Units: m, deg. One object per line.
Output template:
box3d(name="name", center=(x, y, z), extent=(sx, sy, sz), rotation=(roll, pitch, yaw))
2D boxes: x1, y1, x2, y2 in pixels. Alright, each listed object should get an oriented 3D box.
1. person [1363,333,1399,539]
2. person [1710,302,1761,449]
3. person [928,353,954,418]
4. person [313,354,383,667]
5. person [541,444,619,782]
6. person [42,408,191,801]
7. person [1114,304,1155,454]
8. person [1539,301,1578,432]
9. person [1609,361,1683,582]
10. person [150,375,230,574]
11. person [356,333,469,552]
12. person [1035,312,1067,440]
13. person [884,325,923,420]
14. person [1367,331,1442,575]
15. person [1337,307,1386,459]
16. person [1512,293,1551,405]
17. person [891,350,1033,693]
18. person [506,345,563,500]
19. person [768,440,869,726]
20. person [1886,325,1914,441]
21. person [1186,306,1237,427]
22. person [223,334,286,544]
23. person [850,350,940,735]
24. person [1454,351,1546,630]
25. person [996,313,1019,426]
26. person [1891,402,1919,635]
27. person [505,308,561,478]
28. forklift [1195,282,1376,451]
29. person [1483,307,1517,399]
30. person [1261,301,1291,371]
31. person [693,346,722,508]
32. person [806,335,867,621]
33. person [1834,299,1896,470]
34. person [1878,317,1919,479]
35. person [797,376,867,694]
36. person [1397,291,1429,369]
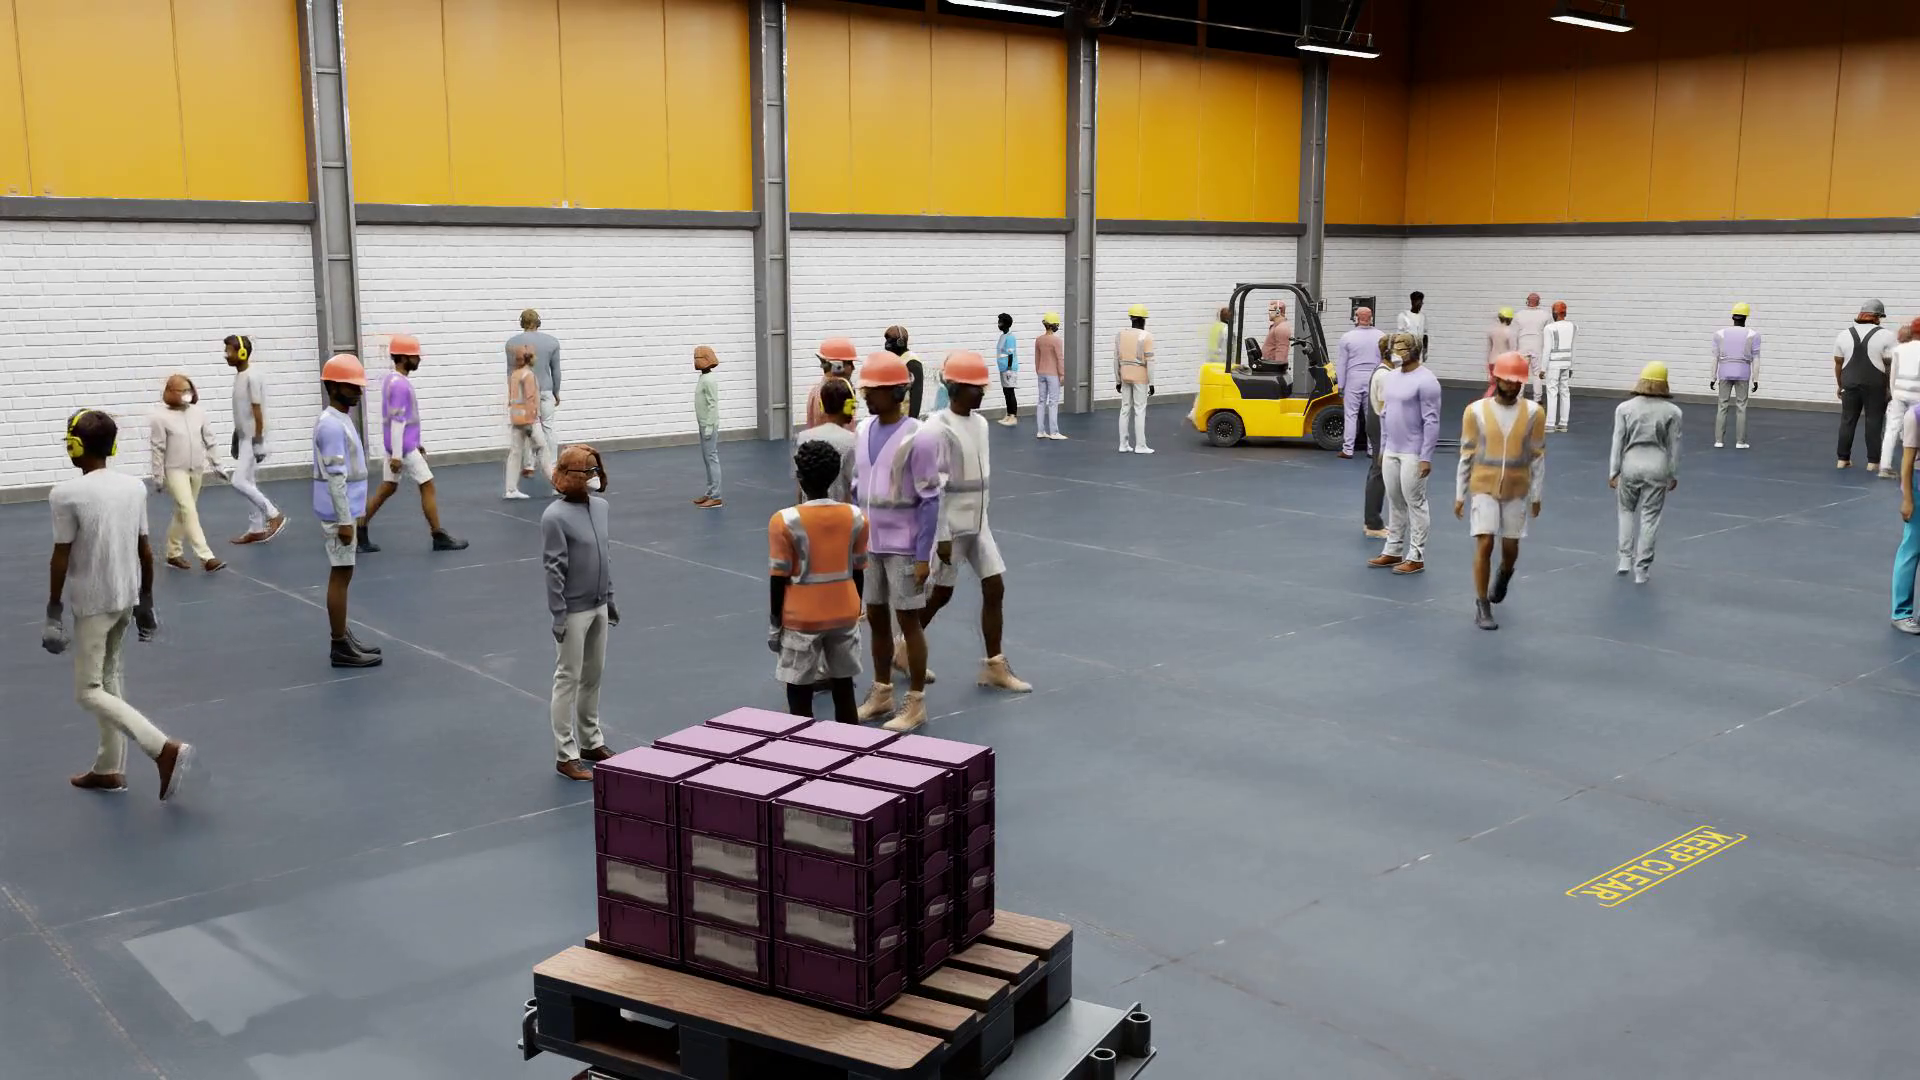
box3d(name="person", center=(3.821, -0.933, 14.975), extent=(0.339, 1.845, 0.507), rotation=(2, 10, 12))
box3d(name="person", center=(10.202, -2.157, 21.900), extent=(0.593, 1.925, 0.384), rotation=(6, 11, 32))
box3d(name="person", center=(-0.134, -1.009, 16.138), extent=(0.590, 1.595, 0.515), rotation=(1, 10, 7))
box3d(name="person", center=(-3.803, -0.181, 10.318), extent=(0.376, 1.933, 0.545), rotation=(-3, 10, -16))
box3d(name="person", center=(-1.839, 0.343, 8.123), extent=(0.278, 1.633, 0.507), rotation=(4, 10, 20))
box3d(name="person", center=(-3.927, 0.314, 7.682), extent=(0.728, 1.848, 0.531), rotation=(3, 10, 16))
box3d(name="person", center=(2.257, -2.066, 21.371), extent=(0.595, 1.923, 0.372), rotation=(8, 13, 40))
box3d(name="person", center=(8.603, -2.487, 23.956), extent=(0.574, 1.886, 0.356), rotation=(-4, 10, -22))
box3d(name="person", center=(5.377, -0.541, 13.039), extent=(0.508, 1.720, 0.577), rotation=(5, 11, 25))
box3d(name="person", center=(-6.142, -0.522, 13.294), extent=(0.843, 1.587, 0.515), rotation=(5, 11, 26))
box3d(name="person", center=(-4.800, -0.817, 14.188), extent=(0.989, 1.896, 0.559), rotation=(-4, 11, -24))
box3d(name="person", center=(1.253, -2.268, 23.022), extent=(0.313, 1.769, 0.523), rotation=(-9, 13, -41))
box3d(name="person", center=(-0.619, -1.235, 16.751), extent=(0.429, 1.842, 0.630), rotation=(-6, 11, -30))
box3d(name="person", center=(3.568, -0.694, 13.299), extent=(0.378, 1.940, 0.628), rotation=(-4, 10, -21))
box3d(name="person", center=(5.024, -1.960, 20.838), extent=(0.645, 1.899, 0.404), rotation=(-1, 10, -4))
box3d(name="person", center=(9.743, -3.255, 28.377), extent=(0.651, 1.910, 0.409), rotation=(4, 10, 22))
box3d(name="person", center=(-0.028, -0.106, 9.697), extent=(0.913, 2.008, 0.626), rotation=(7, 12, 34))
box3d(name="person", center=(-4.423, -1.230, 17.369), extent=(0.790, 1.603, 0.546), rotation=(-7, 12, -34))
box3d(name="person", center=(-0.657, 0.377, 7.767), extent=(0.534, 1.690, 0.319), rotation=(-7, 12, -36))
box3d(name="person", center=(12.712, -2.095, 22.479), extent=(0.540, 1.589, 0.840), rotation=(6, 11, 32))
box3d(name="person", center=(3.797, -2.528, 24.432), extent=(0.888, 1.815, 0.618), rotation=(-3, 10, -17))
box3d(name="person", center=(-6.265, -0.872, 14.586), extent=(0.398, 1.857, 0.549), rotation=(-7, 12, -37))
box3d(name="person", center=(-0.388, 0.017, 8.834), extent=(0.388, 2.041, 0.614), rotation=(-9, 13, -44))
box3d(name="person", center=(3.717, -0.368, 11.495), extent=(0.581, 1.909, 0.703), rotation=(2, 10, 10))
box3d(name="person", center=(0.703, -2.553, 24.919), extent=(0.321, 1.690, 0.536), rotation=(-2, 10, -14))
box3d(name="person", center=(6.569, -0.290, 11.214), extent=(0.563, 1.843, 0.389), rotation=(-3, 10, -15))
box3d(name="person", center=(-4.886, -1.680, 19.090), extent=(0.627, 1.935, 0.372), rotation=(-5, 11, -26))
box3d(name="forklift", center=(4.328, -2.346, 22.227), extent=(2.313, 2.155, 1.214), rotation=(3, 10, 16))
box3d(name="person", center=(8.336, -2.716, 25.654), extent=(0.483, 1.752, 0.547), rotation=(-6, 12, -33))
box3d(name="person", center=(4.439, -2.406, 23.419), extent=(0.409, 1.909, 0.642), rotation=(1, 10, 8))
box3d(name="person", center=(-2.568, -1.146, 16.840), extent=(0.275, 1.632, 0.507), rotation=(-3, 10, -17))
box3d(name="person", center=(-0.868, -0.429, 11.589), extent=(0.400, 1.990, 0.623), rotation=(-4, 10, -22))
box3d(name="person", center=(10.795, -1.855, 19.800), extent=(0.535, 2.000, 0.673), rotation=(-8, 13, -39))
box3d(name="person", center=(10.851, -1.610, 18.952), extent=(0.971, 1.835, 0.602), rotation=(-6, 11, -30))
box3d(name="person", center=(-0.743, -0.017, 9.639), extent=(0.515, 1.844, 0.433), rotation=(5, 11, 28))
box3d(name="person", center=(7.591, -3.193, 27.894), extent=(0.615, 1.952, 0.411), rotation=(-3, 10, -16))
